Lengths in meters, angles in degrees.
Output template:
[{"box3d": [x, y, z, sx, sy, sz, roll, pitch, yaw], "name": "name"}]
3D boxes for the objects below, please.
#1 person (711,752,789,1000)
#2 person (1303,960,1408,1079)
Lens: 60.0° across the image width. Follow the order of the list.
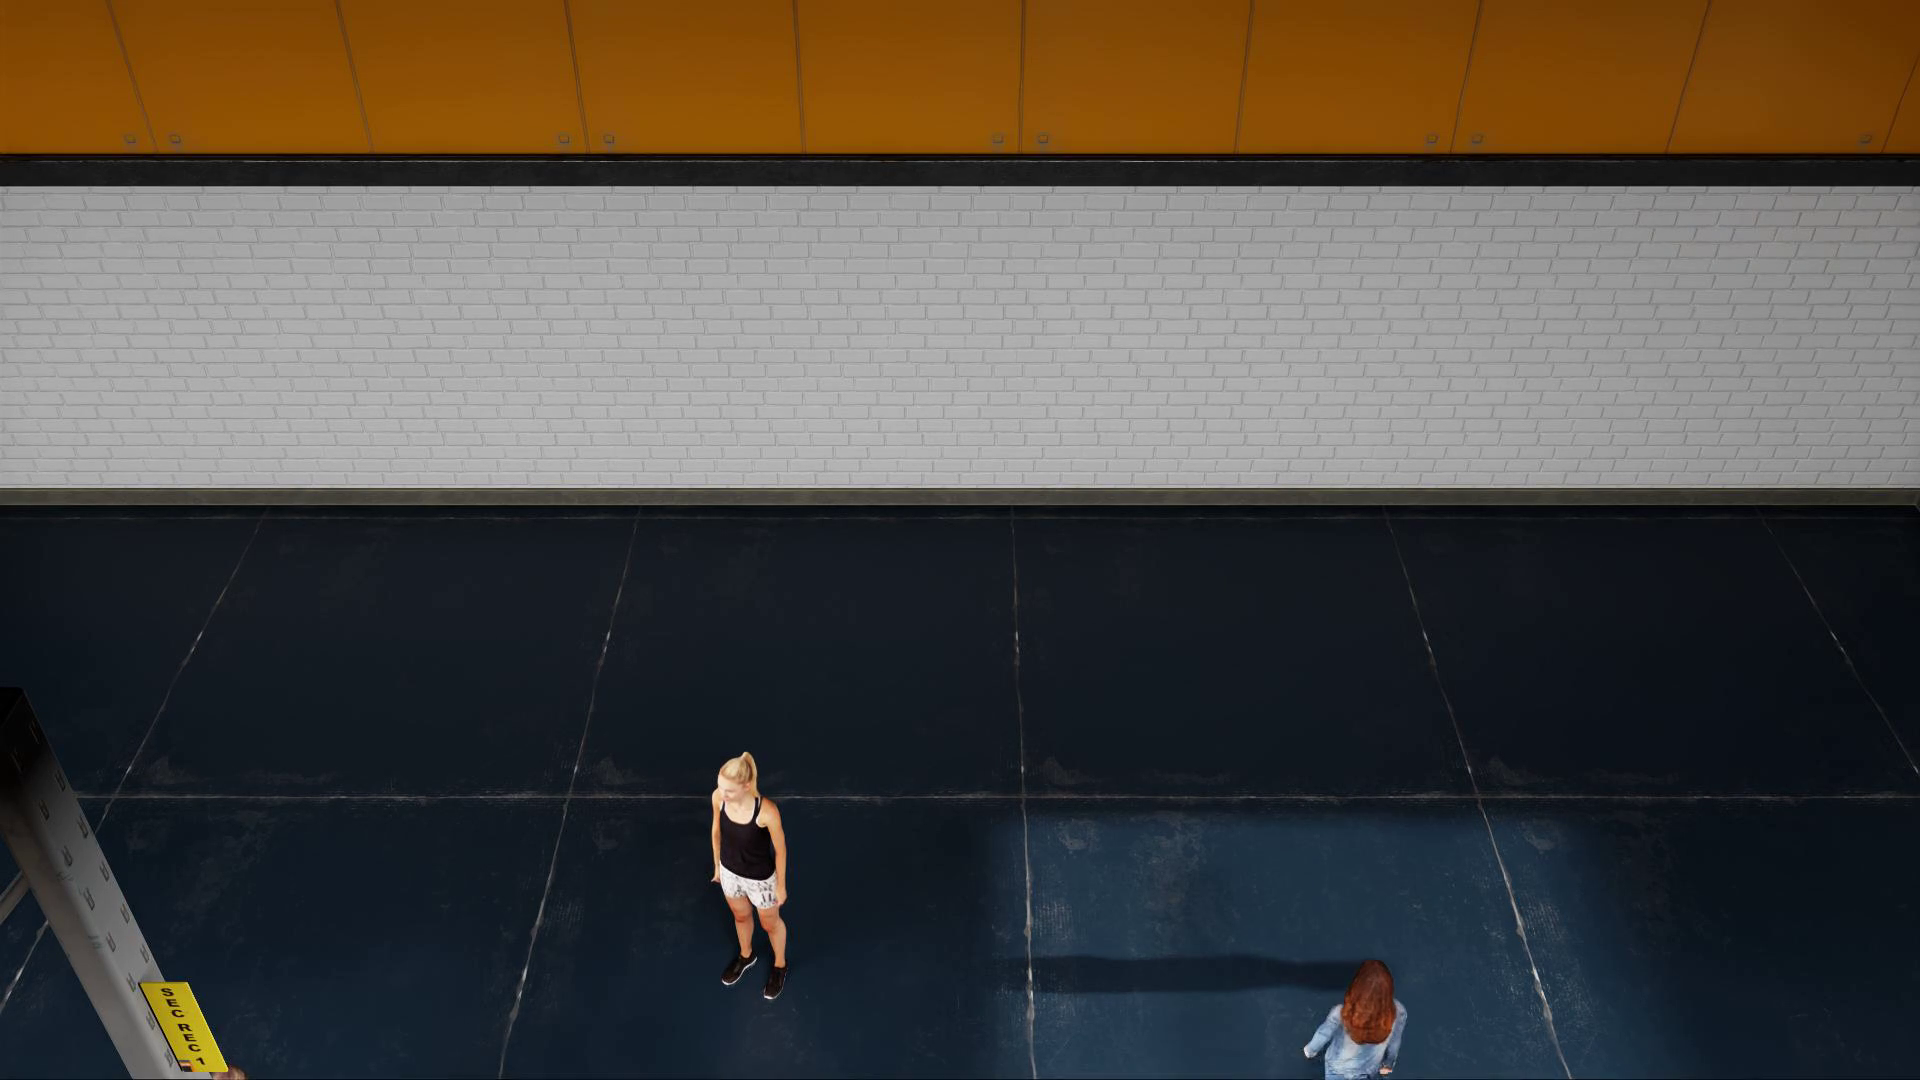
[{"box3d": [-1.167, 1.847, 9.293, 0.680, 1.844, 0.659, 15, 41, 18], "name": "person"}, {"box3d": [2.033, 2.728, 8.496, 0.644, 1.464, 0.693, -8, 39, -10], "name": "person"}]
